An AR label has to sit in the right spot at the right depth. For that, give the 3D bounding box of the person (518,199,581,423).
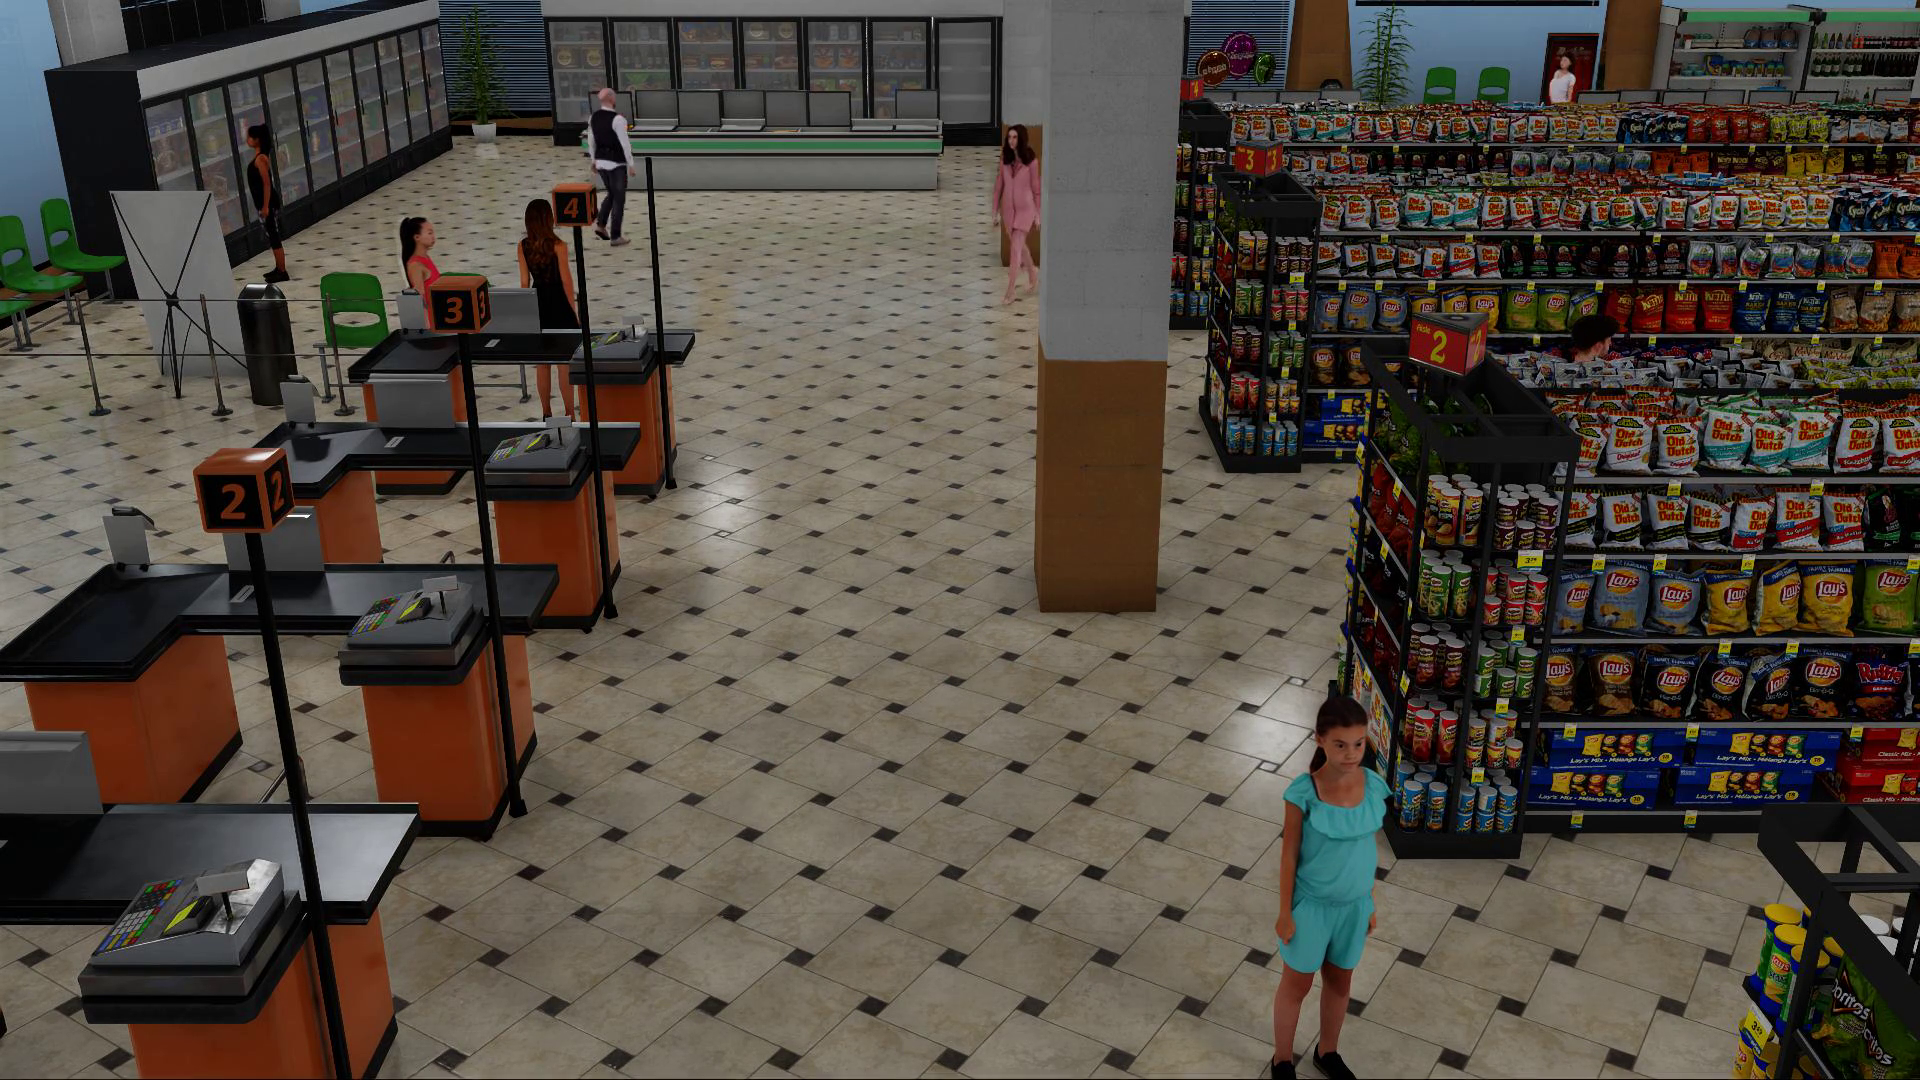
[{"bbox_3d":[-3.164,-1.712,12.840,0.511,1.835,0.674,4,22,9],"label":"person"}]

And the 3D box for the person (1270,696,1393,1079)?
[{"bbox_3d":[1.284,1.256,5.823,0.549,1.558,0.658,-5,22,-13],"label":"person"}]

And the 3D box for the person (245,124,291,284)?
[{"bbox_3d":[-7.414,-3.605,17.782,0.642,1.662,0.656,-10,24,-24],"label":"person"}]

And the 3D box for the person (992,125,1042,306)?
[{"bbox_3d":[0.640,-3.310,16.919,1.148,1.759,1.054,13,25,29],"label":"person"}]

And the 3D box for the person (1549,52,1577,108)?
[{"bbox_3d":[8.910,-6.323,24.538,0.719,1.669,0.713,-6,23,-14],"label":"person"}]

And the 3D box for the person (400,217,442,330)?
[{"bbox_3d":[-4.077,-1.618,12.753,0.598,1.725,0.640,-3,22,-6],"label":"person"}]

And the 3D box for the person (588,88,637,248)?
[{"bbox_3d":[-4.100,-4.298,19.314,0.826,1.805,0.903,14,26,31],"label":"person"}]
